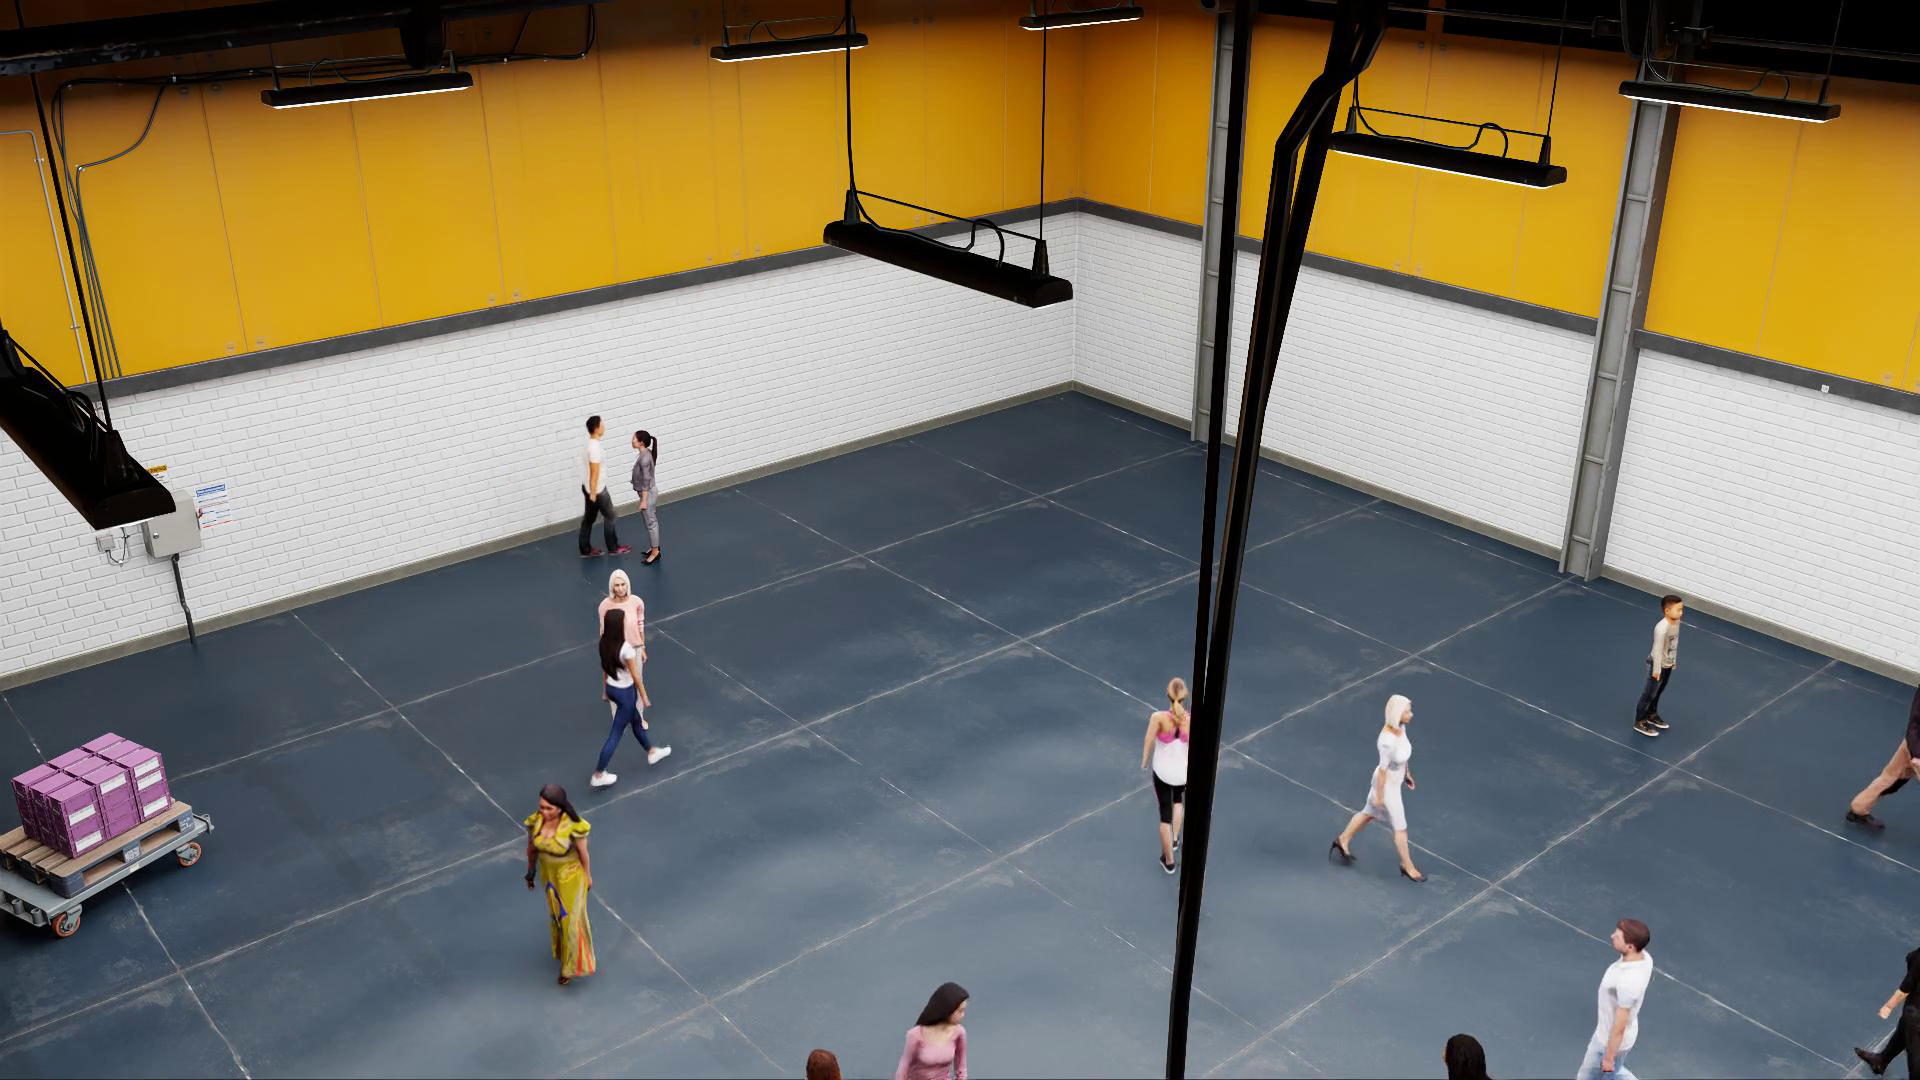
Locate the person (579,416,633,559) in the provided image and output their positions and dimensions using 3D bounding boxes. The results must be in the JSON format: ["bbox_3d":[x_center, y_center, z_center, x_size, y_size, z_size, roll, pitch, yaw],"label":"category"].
[{"bbox_3d":[-4.495,-0.602,20.076,0.868,1.778,0.880,-9,25,-19],"label":"person"}]

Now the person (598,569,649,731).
[{"bbox_3d":[-3.289,1.076,16.304,0.657,1.725,0.620,-10,25,-21],"label":"person"}]

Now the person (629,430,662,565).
[{"bbox_3d":[-3.768,-0.532,20.041,0.788,1.678,0.696,-3,24,-7],"label":"person"}]

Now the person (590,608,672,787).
[{"bbox_3d":[-3.190,1.490,15.355,0.718,1.727,1.078,-21,31,-39],"label":"person"}]

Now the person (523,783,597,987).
[{"bbox_3d":[-3.063,2.574,12.984,0.990,1.640,1.048,7,25,16],"label":"person"}]

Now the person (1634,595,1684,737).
[{"bbox_3d":[6.881,1.205,16.340,0.522,1.460,0.548,21,31,40],"label":"person"}]

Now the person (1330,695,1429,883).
[{"bbox_3d":[3.530,2.065,14.061,1.148,1.709,0.922,10,25,21],"label":"person"}]

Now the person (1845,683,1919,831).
[{"bbox_3d":[8.295,1.785,14.489,1.332,1.880,1.124,8,25,17],"label":"person"}]

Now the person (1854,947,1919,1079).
[{"bbox_3d":[6.713,3.242,11.466,0.674,1.632,0.851,-14,27,-29],"label":"person"}]

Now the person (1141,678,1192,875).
[{"bbox_3d":[1.806,2.029,14.067,0.825,1.770,0.913,-3,24,-6],"label":"person"}]

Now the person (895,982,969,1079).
[{"bbox_3d":[-0.252,3.558,10.637,0.760,1.717,0.688,0,24,-1],"label":"person"}]

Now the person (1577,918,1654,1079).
[{"bbox_3d":[4.436,3.316,11.044,1.111,1.833,0.857,14,27,29],"label":"person"}]
